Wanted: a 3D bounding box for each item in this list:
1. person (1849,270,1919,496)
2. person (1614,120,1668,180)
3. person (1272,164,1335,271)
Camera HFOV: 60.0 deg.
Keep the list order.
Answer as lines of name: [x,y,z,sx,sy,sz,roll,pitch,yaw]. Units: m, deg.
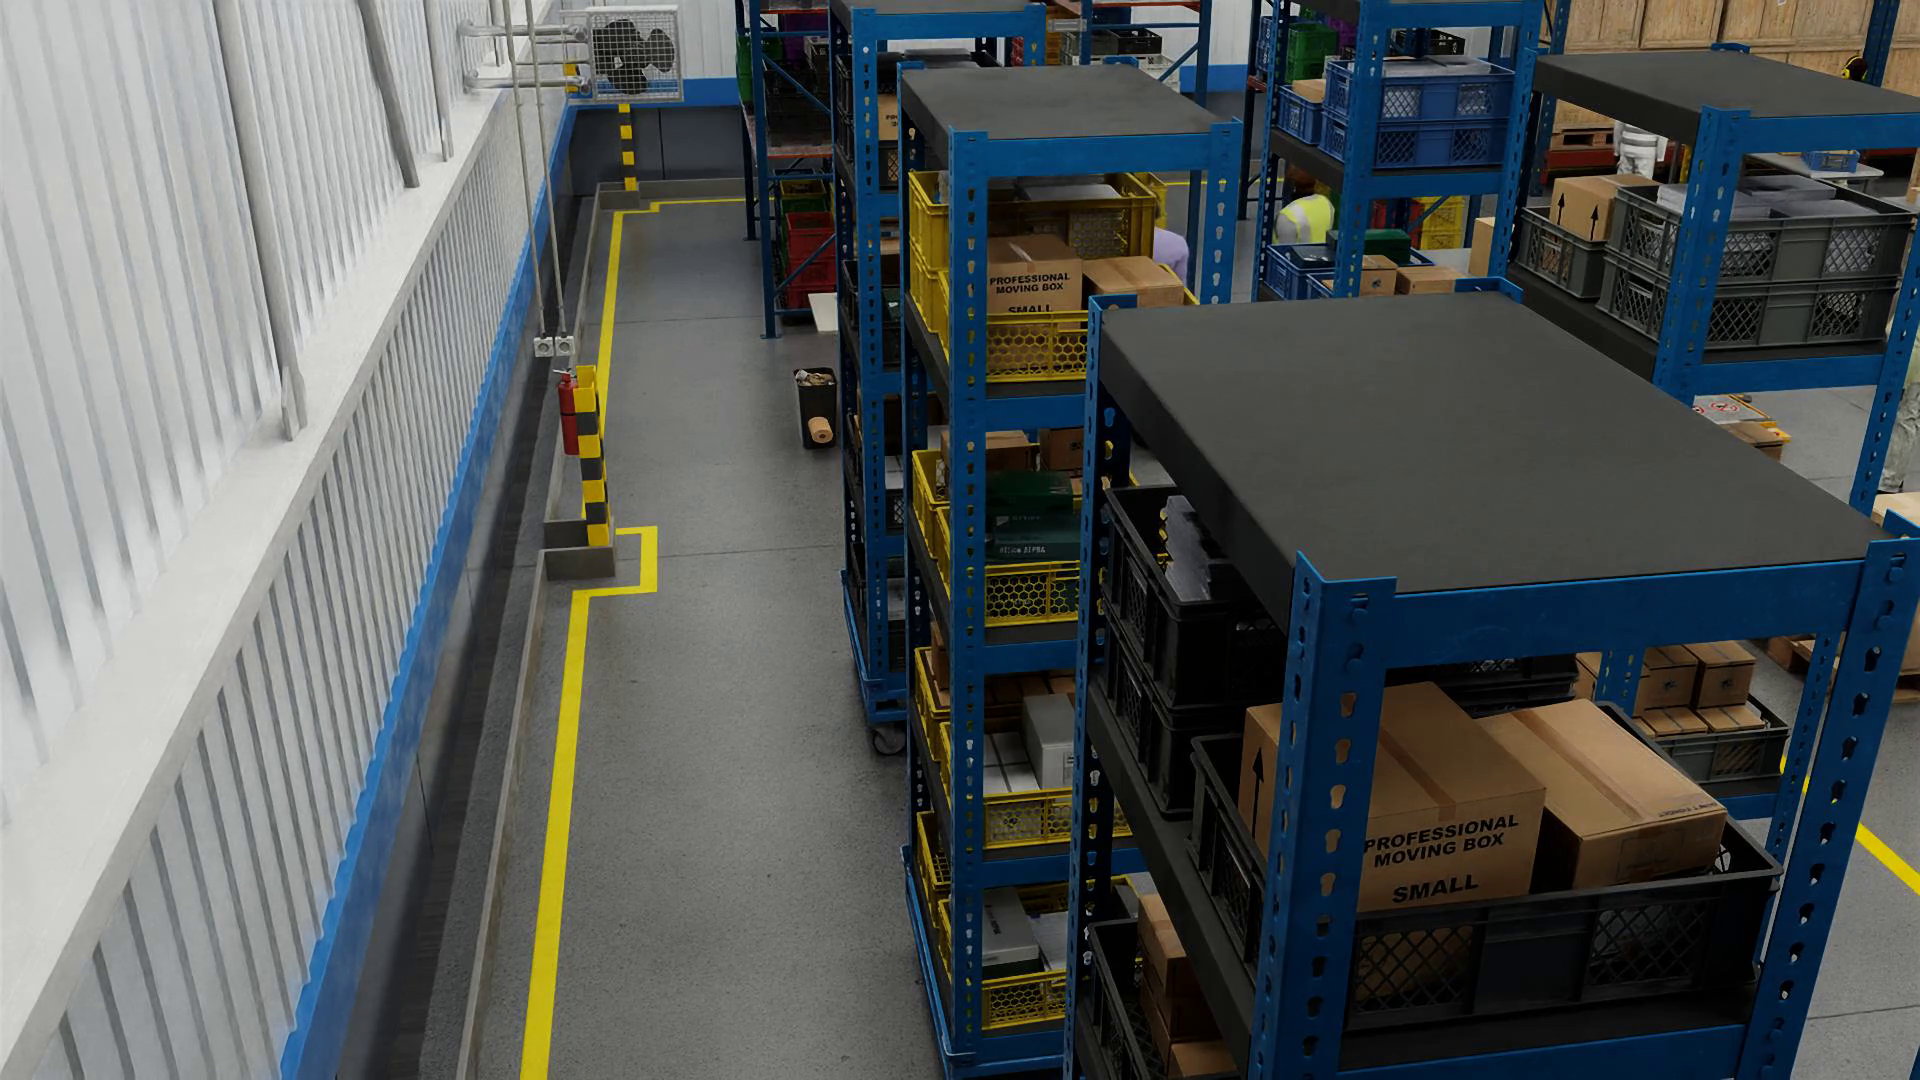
person: [6.203,-1.125,10.856,0.403,1.833,0.586,18,31,35]
person: [6.893,-3.923,16.880,0.355,1.882,0.575,-18,30,-34]
person: [2.536,-1.944,12.629,0.430,1.841,0.624,22,33,39]
